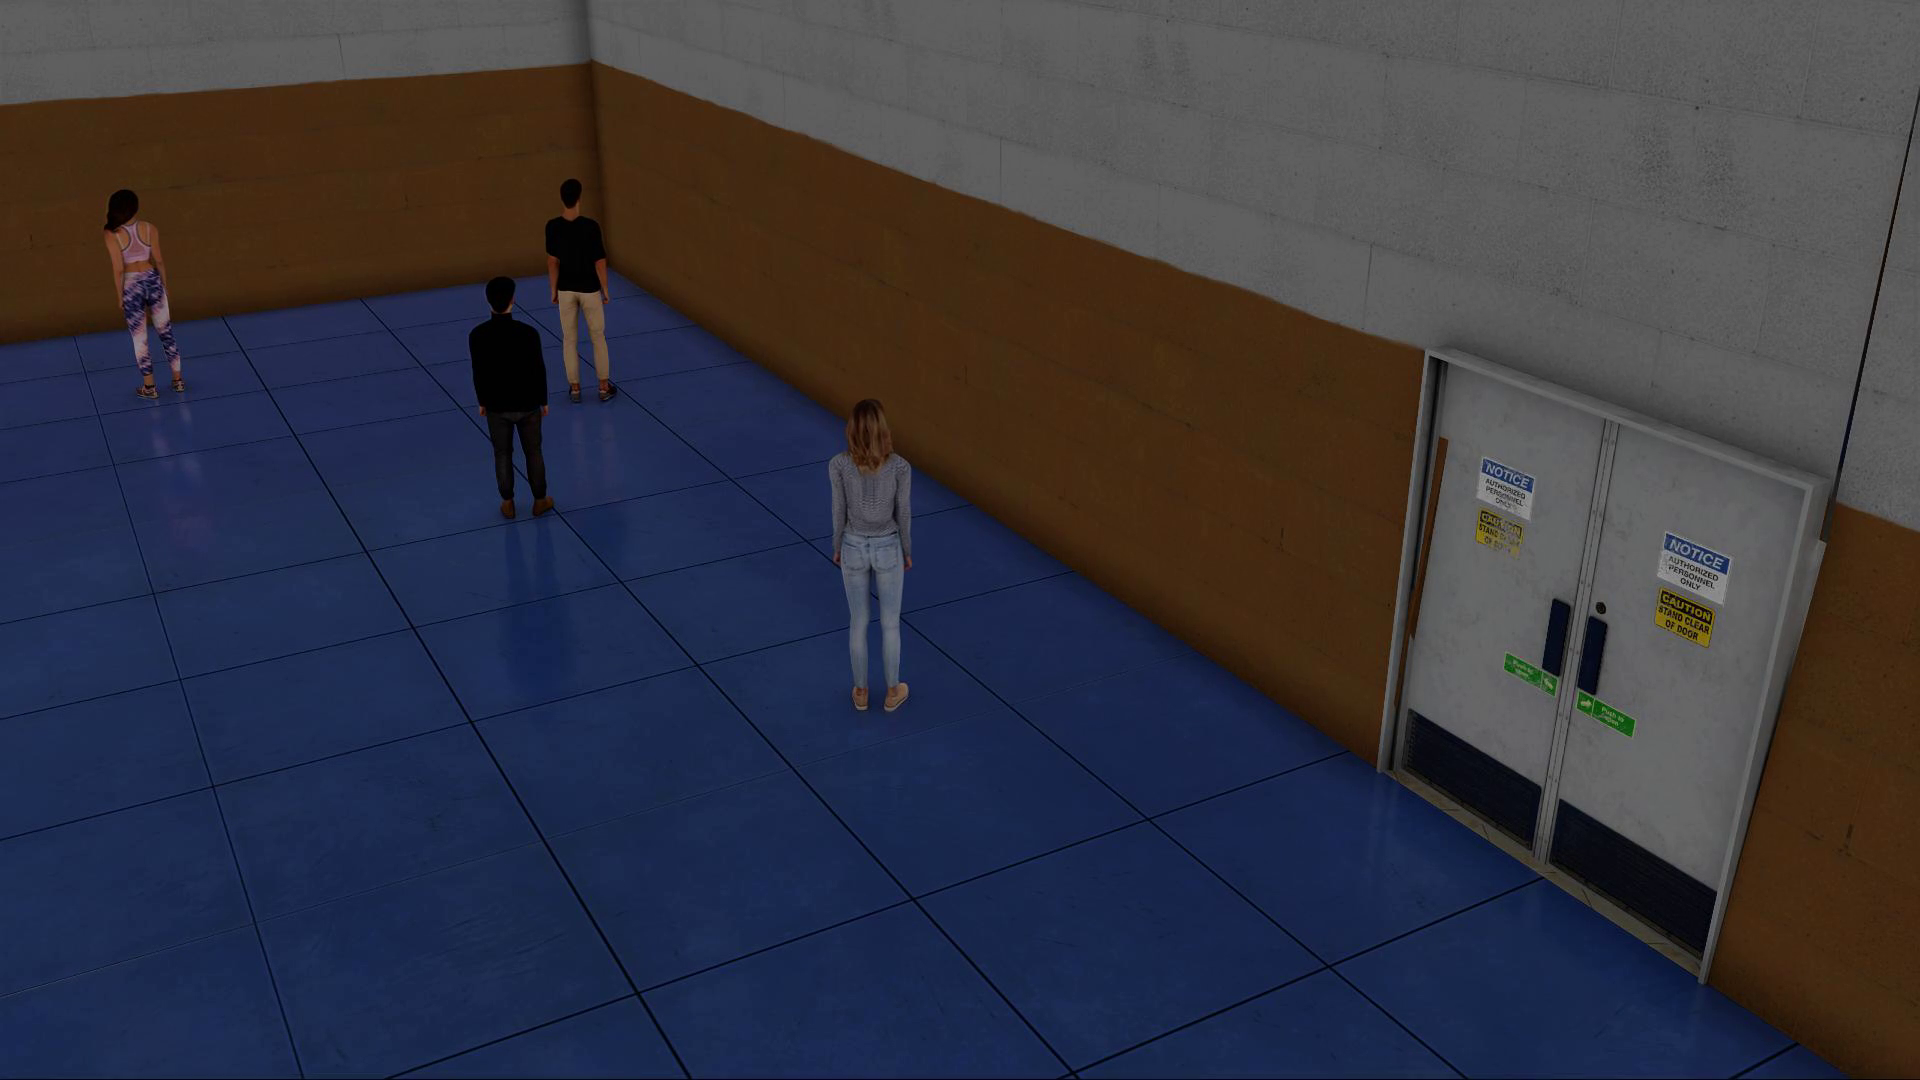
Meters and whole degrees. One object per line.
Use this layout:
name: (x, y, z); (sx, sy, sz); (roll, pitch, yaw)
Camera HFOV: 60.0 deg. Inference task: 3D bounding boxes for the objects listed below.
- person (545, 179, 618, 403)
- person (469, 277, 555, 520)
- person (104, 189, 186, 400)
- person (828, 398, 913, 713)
person: (-3.177, -2.079, 13.883); (0.640, 1.857, 0.773); (-1, 24, -2)
person: (-3.121, -0.987, 11.586); (0.613, 1.723, 0.774); (-4, 24, -8)
person: (-6.895, -2.084, 14.038); (0.705, 1.767, 0.565); (21, 31, 40)
person: (-0.480, 0.087, 9.041); (0.617, 1.795, 0.719); (2, 24, 4)
